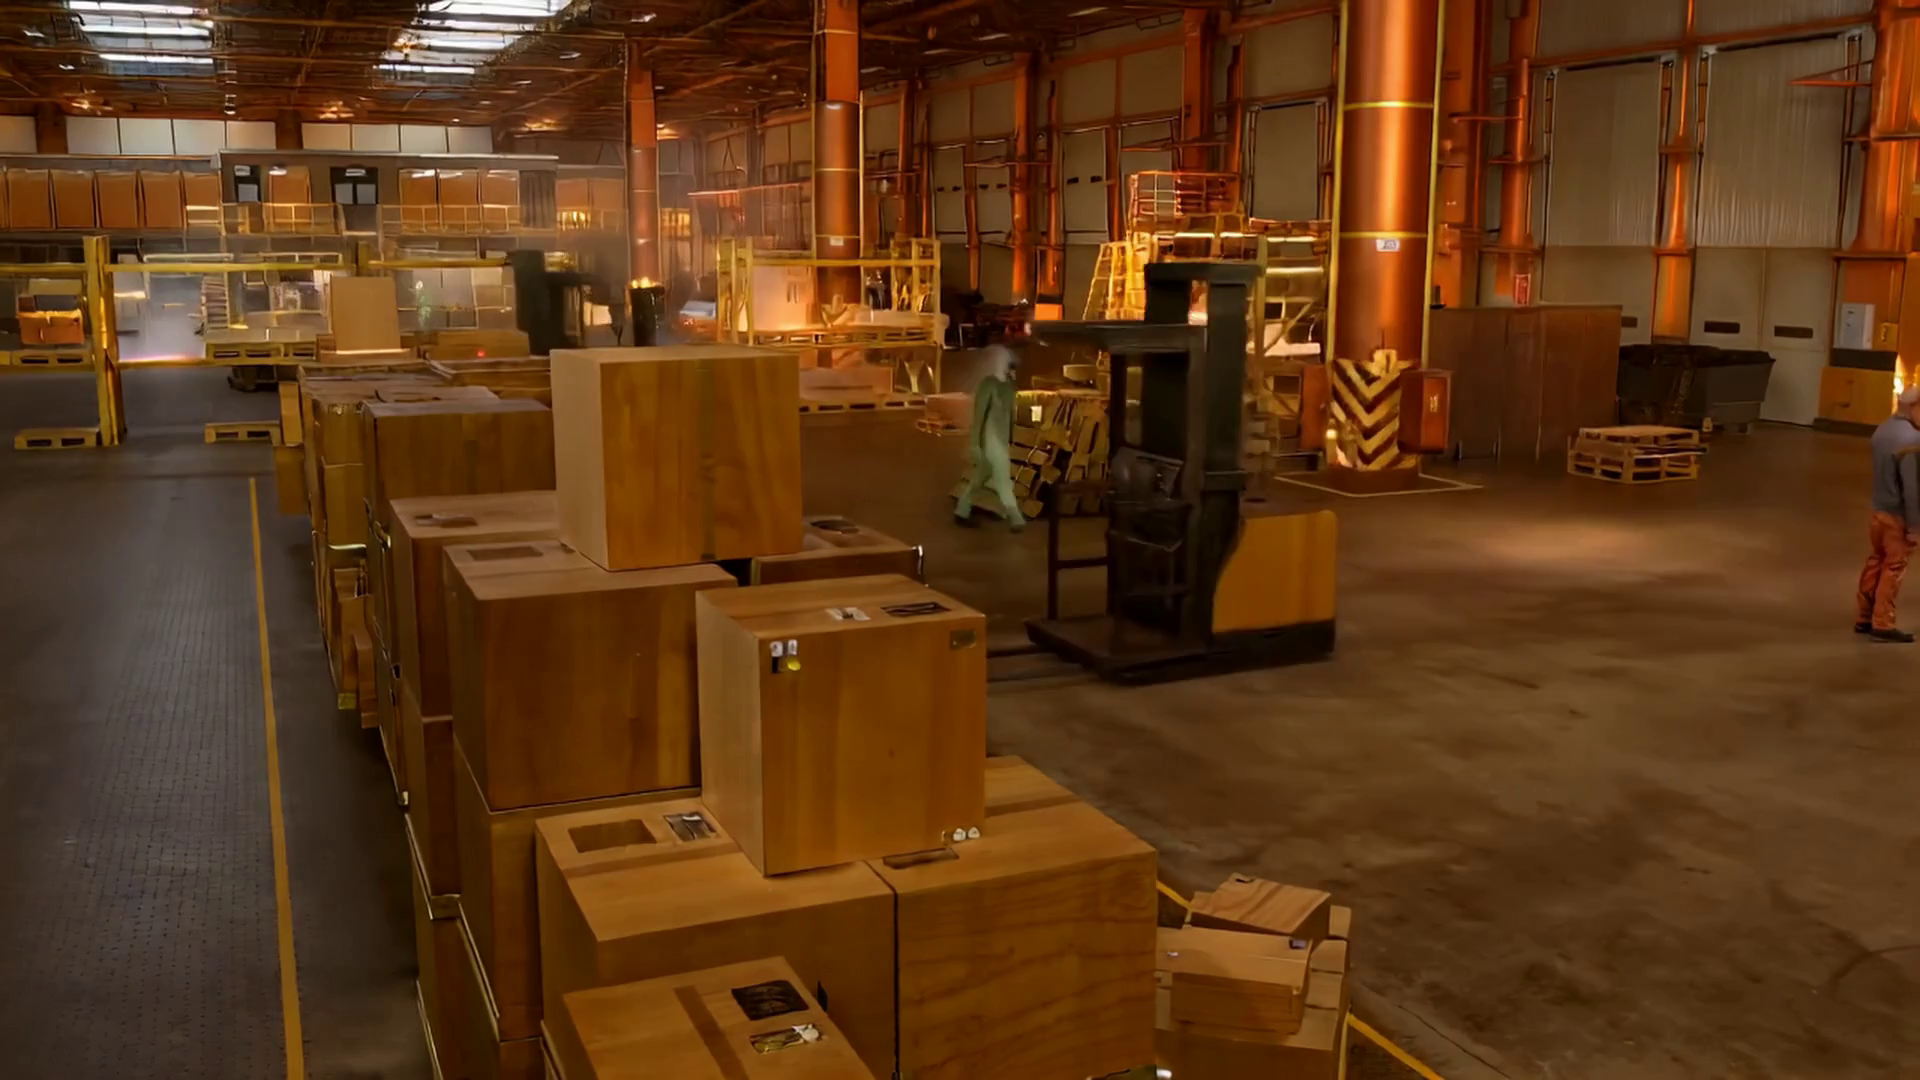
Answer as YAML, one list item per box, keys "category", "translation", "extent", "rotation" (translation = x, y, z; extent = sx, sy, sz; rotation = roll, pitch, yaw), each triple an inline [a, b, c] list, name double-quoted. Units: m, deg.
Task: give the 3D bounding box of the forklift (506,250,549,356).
- category: "forklift"
  translation: [-5.962, -2.619, 23.119]
  extent: [1.873, 2.768, 1.129]
  rotation: [-4, 11, -23]

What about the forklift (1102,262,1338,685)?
- category: "forklift"
  translation: [1.640, -0.545, 11.691]
  extent: [1.873, 2.768, 1.129]
  rotation: [-4, 11, -23]

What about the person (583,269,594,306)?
- category: "person"
  translation: [-13.278, -8.694, 59.296]
  extent: [0.582, 1.911, 0.391]
  rotation: [7, 12, 34]

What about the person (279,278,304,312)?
- category: "person"
  translation: [-16.190, -5.294, 40.177]
  extent: [0.538, 2.000, 0.684]
  rotation: [2, 11, 13]

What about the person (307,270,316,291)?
- category: "person"
  translation: [-22.004, -8.248, 56.802]
  extent: [0.513, 1.919, 0.553]
  rotation: [-9, 13, -40]

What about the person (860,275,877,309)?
- category: "person"
  translation: [-2.862, -7.351, 52.036]
  extent: [0.551, 1.854, 0.556]
  rotation: [1, 10, 7]

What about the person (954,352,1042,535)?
- category: "person"
  translation: [0.341, -0.994, 17.009]
  extent: [1.058, 1.858, 0.701]
  rotation: [5, 12, 27]

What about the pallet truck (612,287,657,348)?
- category: "pallet truck"
  translation: [-6.464, -4.406, 35.401]
  extent: [0.823, 1.965, 1.885]
  rotation: [6, 12, 32]

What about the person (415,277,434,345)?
- category: "person"
  translation: [-14.774, -6.251, 45.744]
  extent: [0.649, 1.932, 0.443]
  rotation: [8, 13, 39]

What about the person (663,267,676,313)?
- category: "person"
  translation: [-11.727, -10.097, 67.187]
  extent: [0.519, 1.844, 0.331]
  rotation: [2, 10, 10]

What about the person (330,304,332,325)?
- category: "person"
  translation: [-16.018, -5.744, 43.159]
  extent: [0.589, 1.864, 0.718]
  rotation: [-1, 10, -6]

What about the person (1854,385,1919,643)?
- category: "person"
  translation: [6.960, -0.188, 12.370]
  extent: [0.372, 1.927, 0.635]
  rotation: [1, 10, 4]
